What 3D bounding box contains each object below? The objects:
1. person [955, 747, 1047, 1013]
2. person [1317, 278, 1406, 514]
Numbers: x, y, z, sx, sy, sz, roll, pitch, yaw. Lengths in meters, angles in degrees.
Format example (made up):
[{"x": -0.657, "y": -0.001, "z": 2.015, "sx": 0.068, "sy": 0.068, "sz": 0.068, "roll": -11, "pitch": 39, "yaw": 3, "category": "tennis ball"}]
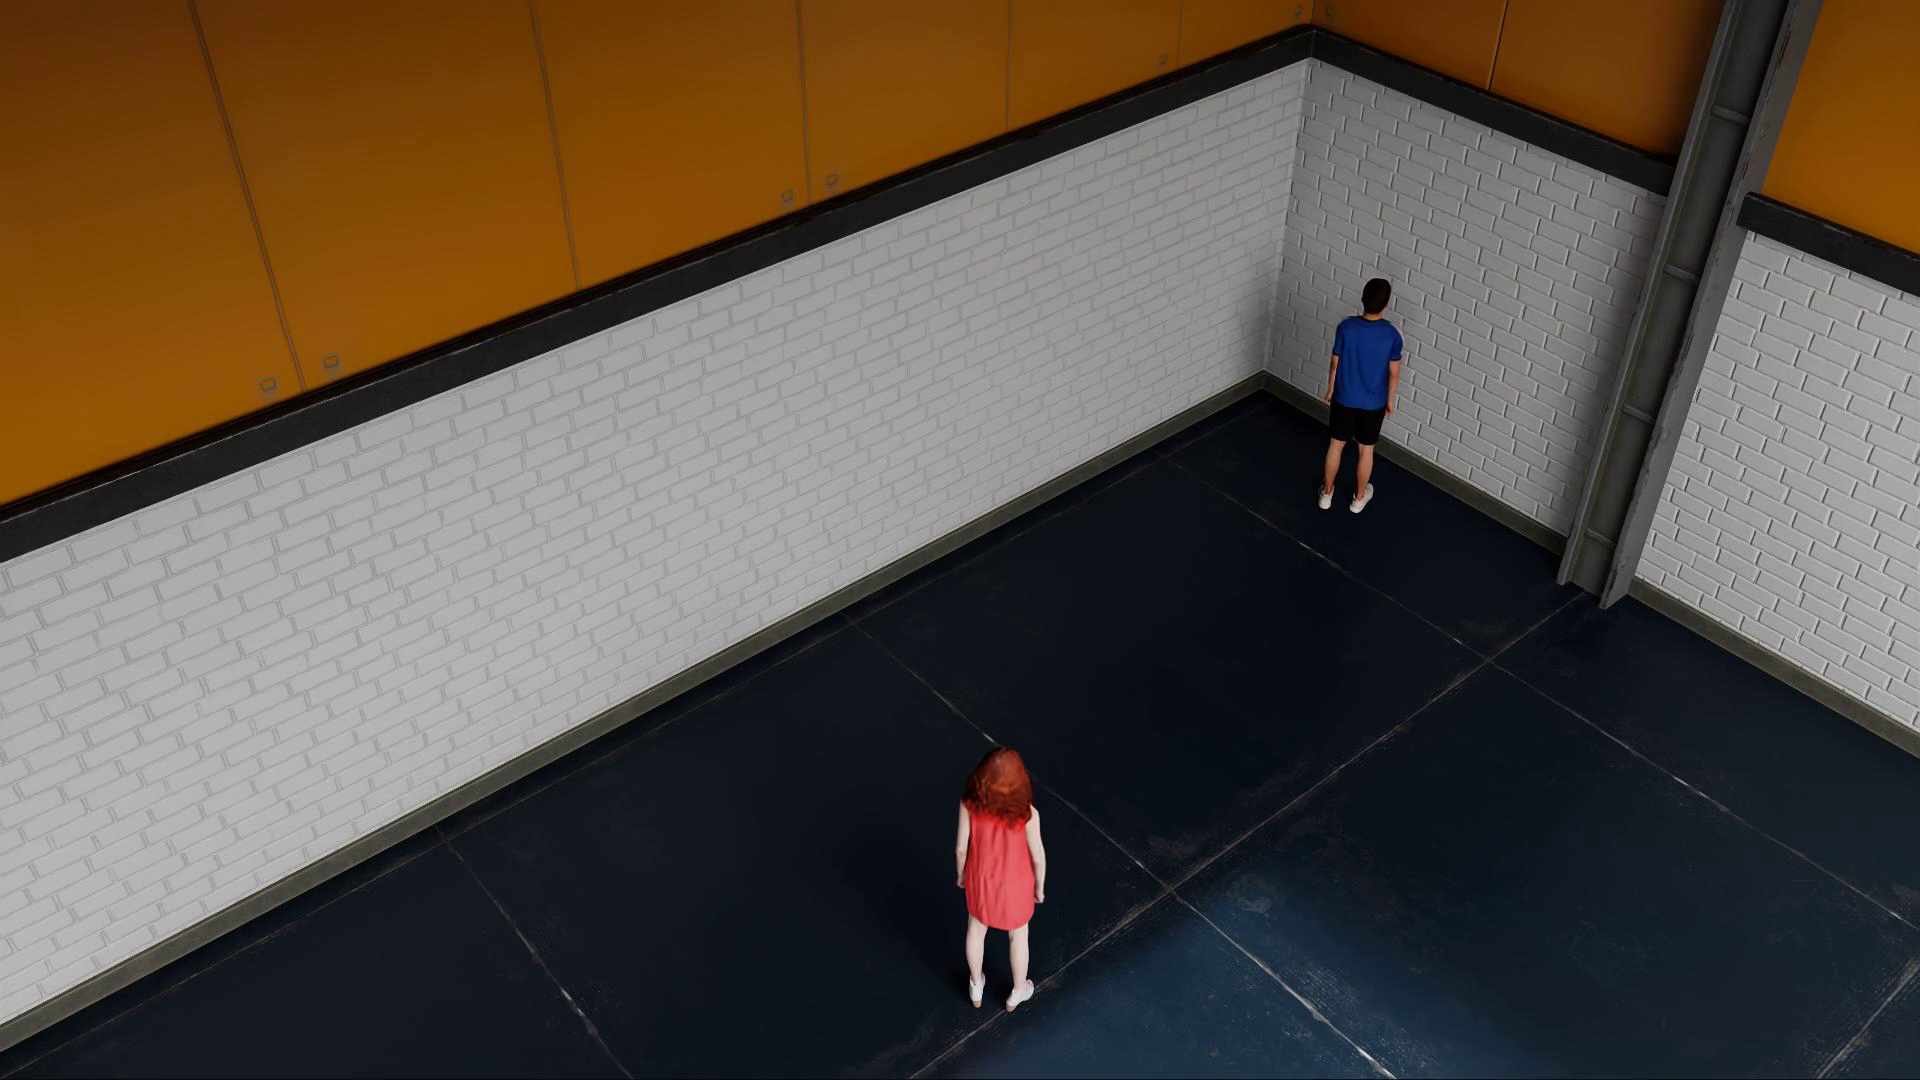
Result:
[{"x": 0.194, "y": 1.727, "z": 8.374, "sx": 0.638, "sy": 1.826, "sz": 0.738, "roll": 9, "pitch": 40, "yaw": 12, "category": "person"}, {"x": 2.830, "y": -1.025, "z": 11.788, "sx": 0.700, "sy": 1.866, "sz": 0.799, "roll": 10, "pitch": 40, "yaw": 13, "category": "person"}]
